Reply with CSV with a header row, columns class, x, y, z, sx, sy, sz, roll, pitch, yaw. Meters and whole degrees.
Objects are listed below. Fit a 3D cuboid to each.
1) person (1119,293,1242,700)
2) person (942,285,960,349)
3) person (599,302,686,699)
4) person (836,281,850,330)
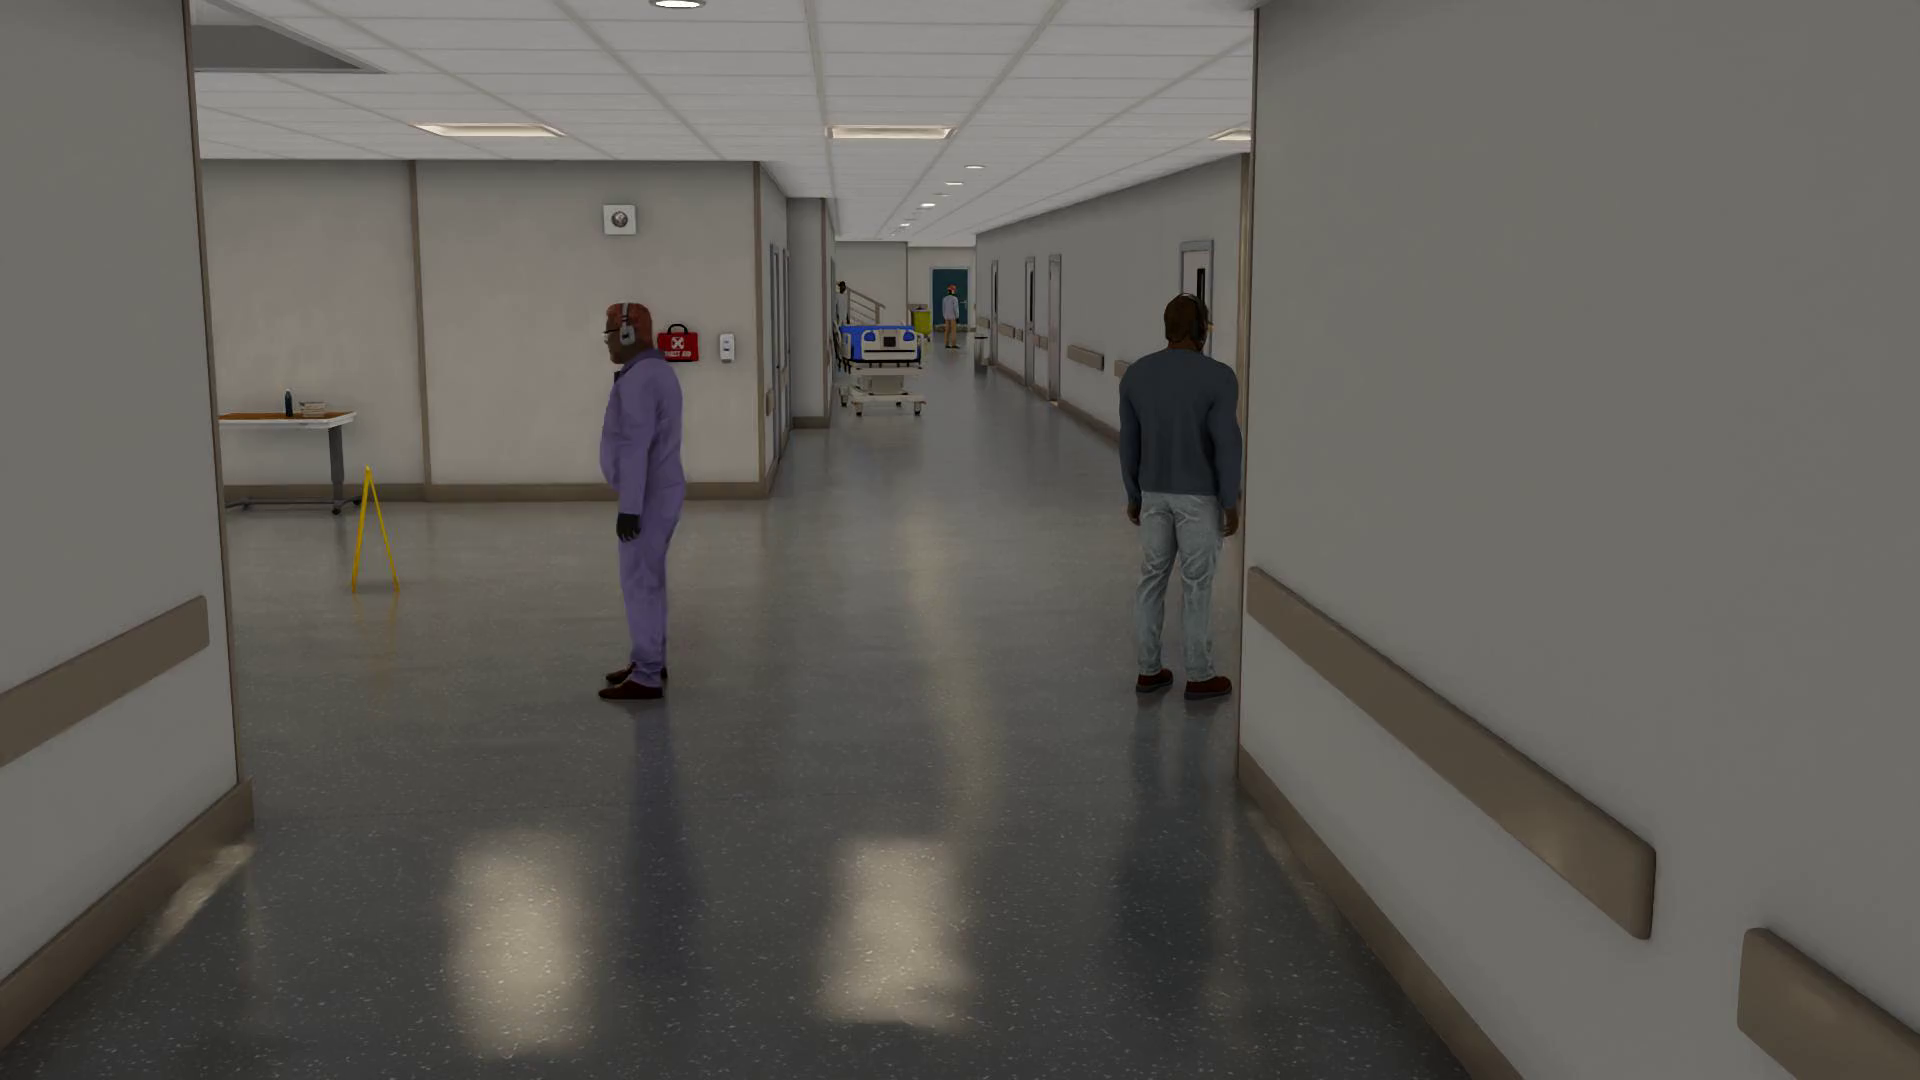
class,x,y,z,sx,sy,sz,roll,pitch,yaw
person,1.059,-0.203,7.959,0.635,1.938,0.366,7,11,36
person,-0.224,-6.155,45.919,0.570,1.745,0.345,8,12,42
person,-1.550,-0.195,8.047,0.426,1.896,0.667,0,9,0
person,-3.075,-5.810,43.366,0.328,1.872,0.509,7,11,37
